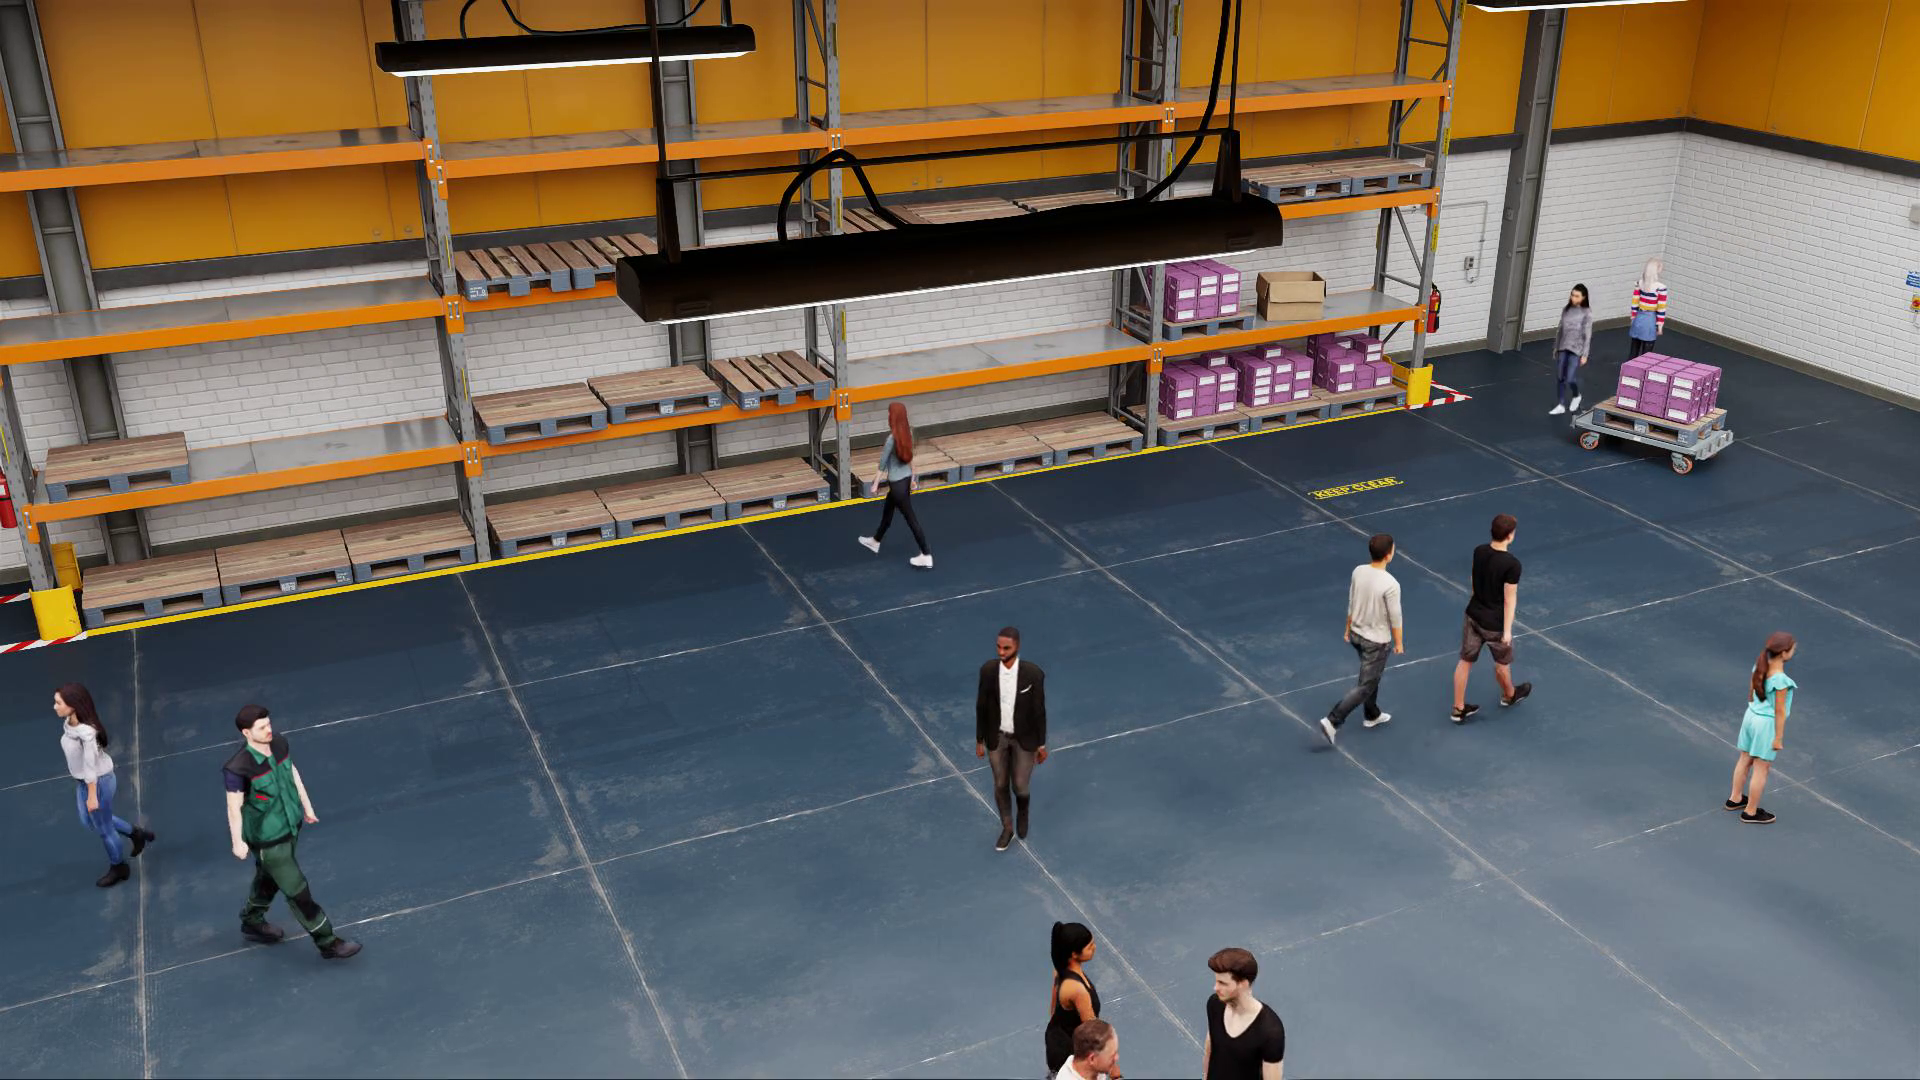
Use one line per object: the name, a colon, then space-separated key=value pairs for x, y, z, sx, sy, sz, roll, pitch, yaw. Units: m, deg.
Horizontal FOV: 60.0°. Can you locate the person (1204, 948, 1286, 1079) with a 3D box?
person: x=1.523 y=2.919 z=8.696 sx=1.263 sy=1.854 sz=0.939 roll=-22 pitch=32 yaw=-40

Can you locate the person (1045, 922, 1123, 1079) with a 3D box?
person: x=0.528 y=2.838 z=9.174 sx=1.163 sy=1.618 sz=0.841 roll=-2 pitch=24 yaw=-4

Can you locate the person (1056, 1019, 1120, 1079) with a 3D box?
person: x=0.476 y=3.124 z=8.259 sx=1.075 sy=1.827 sz=1.050 roll=11 pitch=26 yaw=23

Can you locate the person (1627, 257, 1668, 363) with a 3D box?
person: x=9.021 y=-2.831 z=21.905 sx=0.550 sy=1.808 sz=0.672 roll=-13 pitch=27 yaw=-27

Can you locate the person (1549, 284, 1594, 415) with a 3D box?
person: x=7.803 y=-2.408 z=21.050 sx=0.703 sy=1.720 sz=0.693 roll=-14 pitch=27 yaw=-30

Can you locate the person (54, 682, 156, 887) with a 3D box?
person: x=-6.030 y=1.702 z=11.774 sx=0.772 sy=1.618 sz=0.707 roll=-19 pitch=30 yaw=-37

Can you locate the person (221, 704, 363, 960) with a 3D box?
person: x=-4.606 y=1.920 z=10.980 sx=1.296 sy=1.855 sz=1.172 roll=6 pitch=24 yaw=13

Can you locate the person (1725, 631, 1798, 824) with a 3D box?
person: x=6.065 y=1.393 z=12.555 sx=0.614 sy=1.559 sz=0.600 roll=-4 pitch=24 yaw=-10

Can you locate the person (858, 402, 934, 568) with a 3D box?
person: x=-0.545 y=-0.506 z=16.738 sx=1.086 sy=1.688 sz=1.136 roll=13 pitch=27 yaw=27

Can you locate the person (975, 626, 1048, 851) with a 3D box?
person: x=0.394 y=1.428 z=12.191 sx=0.821 sy=1.786 sz=0.887 roll=7 pitch=24 yaw=15

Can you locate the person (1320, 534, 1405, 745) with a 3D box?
person: x=3.278 y=0.829 z=13.566 sx=1.127 sy=1.783 sz=0.737 roll=-14 pitch=27 yaw=-28

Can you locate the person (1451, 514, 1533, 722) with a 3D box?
person: x=4.327 y=0.677 z=13.849 sx=1.106 sy=1.834 sz=0.803 roll=-14 pitch=27 yaw=-30
